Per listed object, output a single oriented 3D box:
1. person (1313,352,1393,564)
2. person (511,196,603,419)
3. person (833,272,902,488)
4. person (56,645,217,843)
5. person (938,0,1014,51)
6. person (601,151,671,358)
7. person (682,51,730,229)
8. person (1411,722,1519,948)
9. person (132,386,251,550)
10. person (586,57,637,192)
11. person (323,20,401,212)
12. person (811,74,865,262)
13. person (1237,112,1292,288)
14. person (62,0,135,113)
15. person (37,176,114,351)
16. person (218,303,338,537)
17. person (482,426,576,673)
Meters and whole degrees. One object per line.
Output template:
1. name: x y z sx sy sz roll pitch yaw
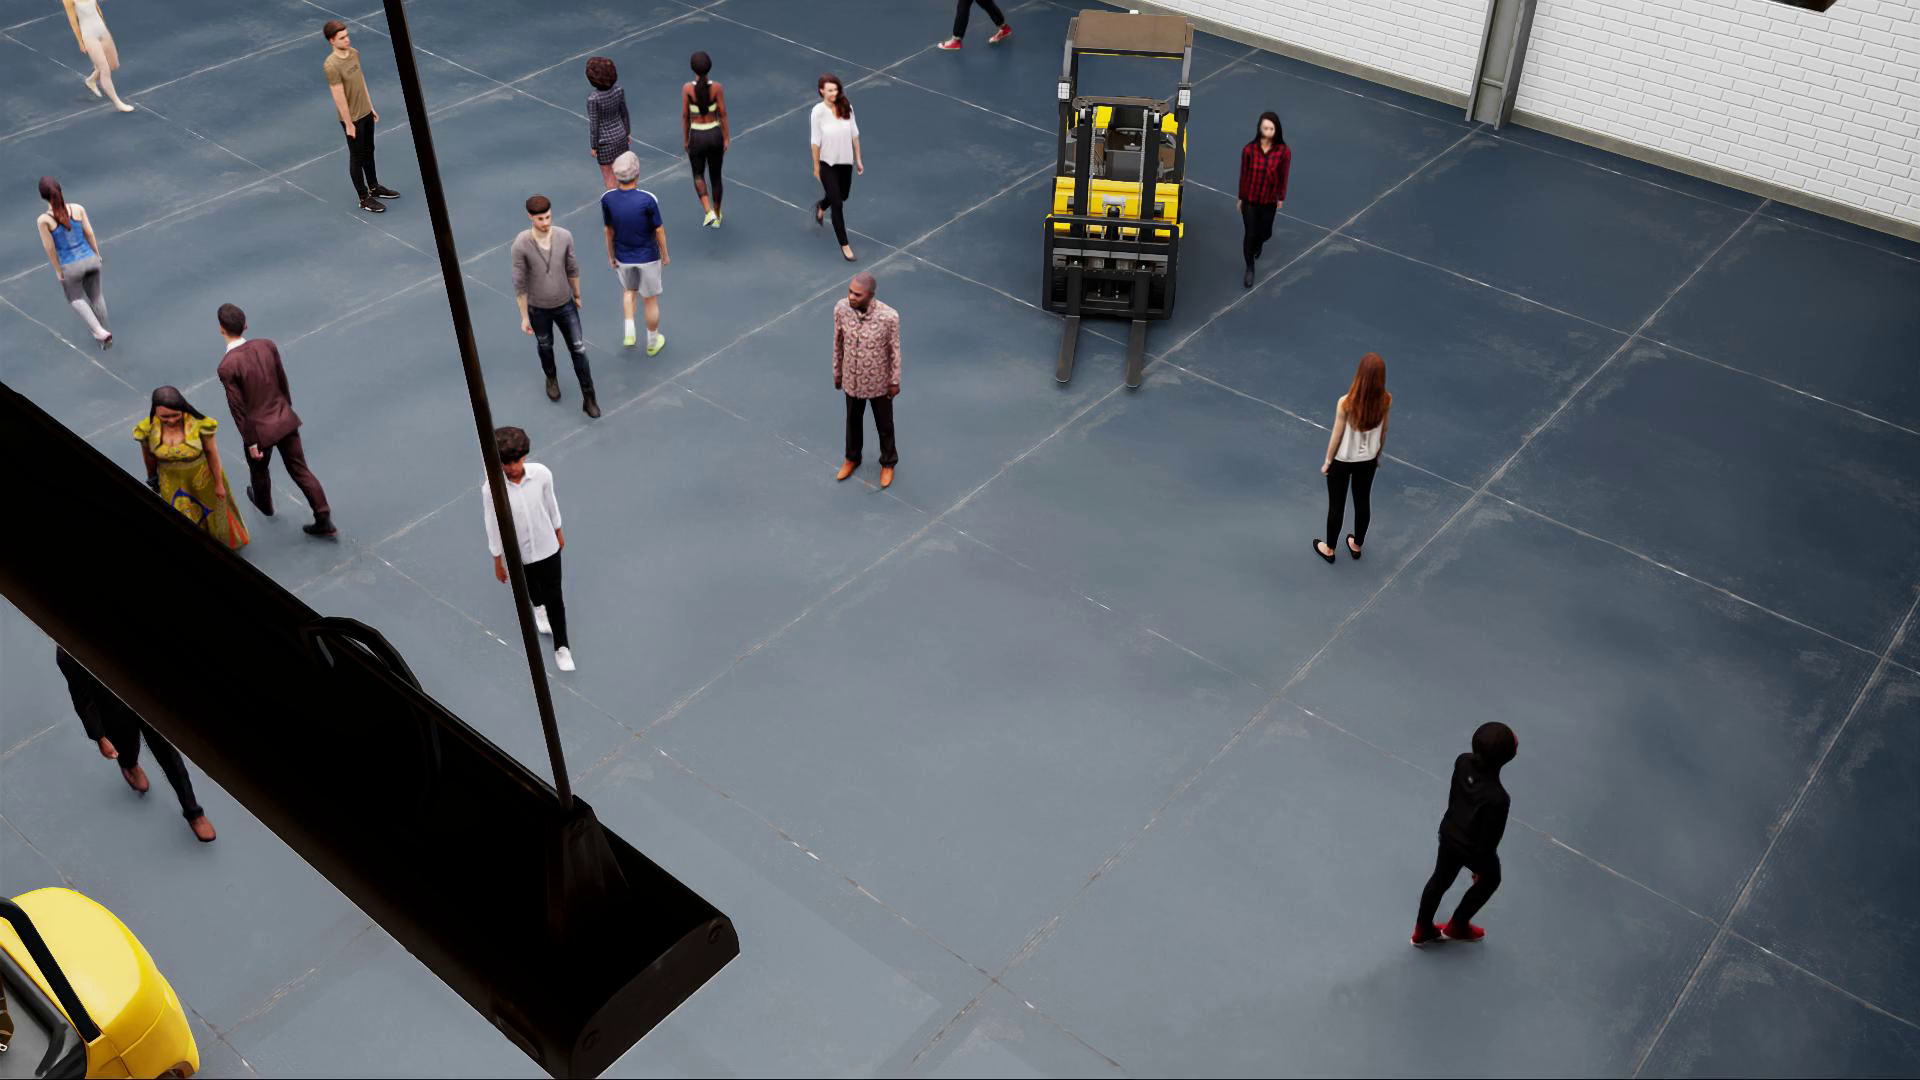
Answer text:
1. person: 2.798 -0.573 11.783 0.657 1.722 0.689 -8 39 -9
2. person: -3.328 -1.934 13.371 1.016 1.866 1.226 -15 41 -18
3. person: -0.693 -1.238 12.547 0.676 1.807 0.824 10 40 12
4. person: -4.933 0.942 9.785 0.786 1.847 1.226 -30 48 -32
5. person: 0.264 -6.549 19.263 1.165 1.724 1.155 -6 39 -8
6. person: -2.711 -2.325 13.891 0.763 1.827 0.841 5 39 6
7. person: -2.387 -3.715 15.701 0.782 1.741 0.853 -7 39 -9
8. person: 2.692 1.663 9.033 0.813 1.659 0.743 -13 40 -16
9. person: -5.400 -0.442 11.721 1.160 1.594 1.422 -12 40 -15
10. person: -3.311 -3.779 15.812 0.547 1.702 0.616 30 47 32
11. person: -5.867 -4.127 16.128 0.743 1.852 0.748 7 39 9
12. person: -1.202 -3.492 15.403 0.776 1.765 1.136 -25 45 -28
13. person: 2.704 -3.122 15.037 0.841 1.643 0.861 5 39 6
14. person: -9.398 -5.425 17.931 0.915 1.631 0.746 11 40 14
15. person: -7.425 -2.300 14.044 0.806 1.597 0.595 32 48 33
16. person: -4.913 -0.777 11.961 1.169 1.817 0.791 19 42 22
17. person: -2.885 -0.024 11.065 0.992 1.759 1.203 -14 41 -17
